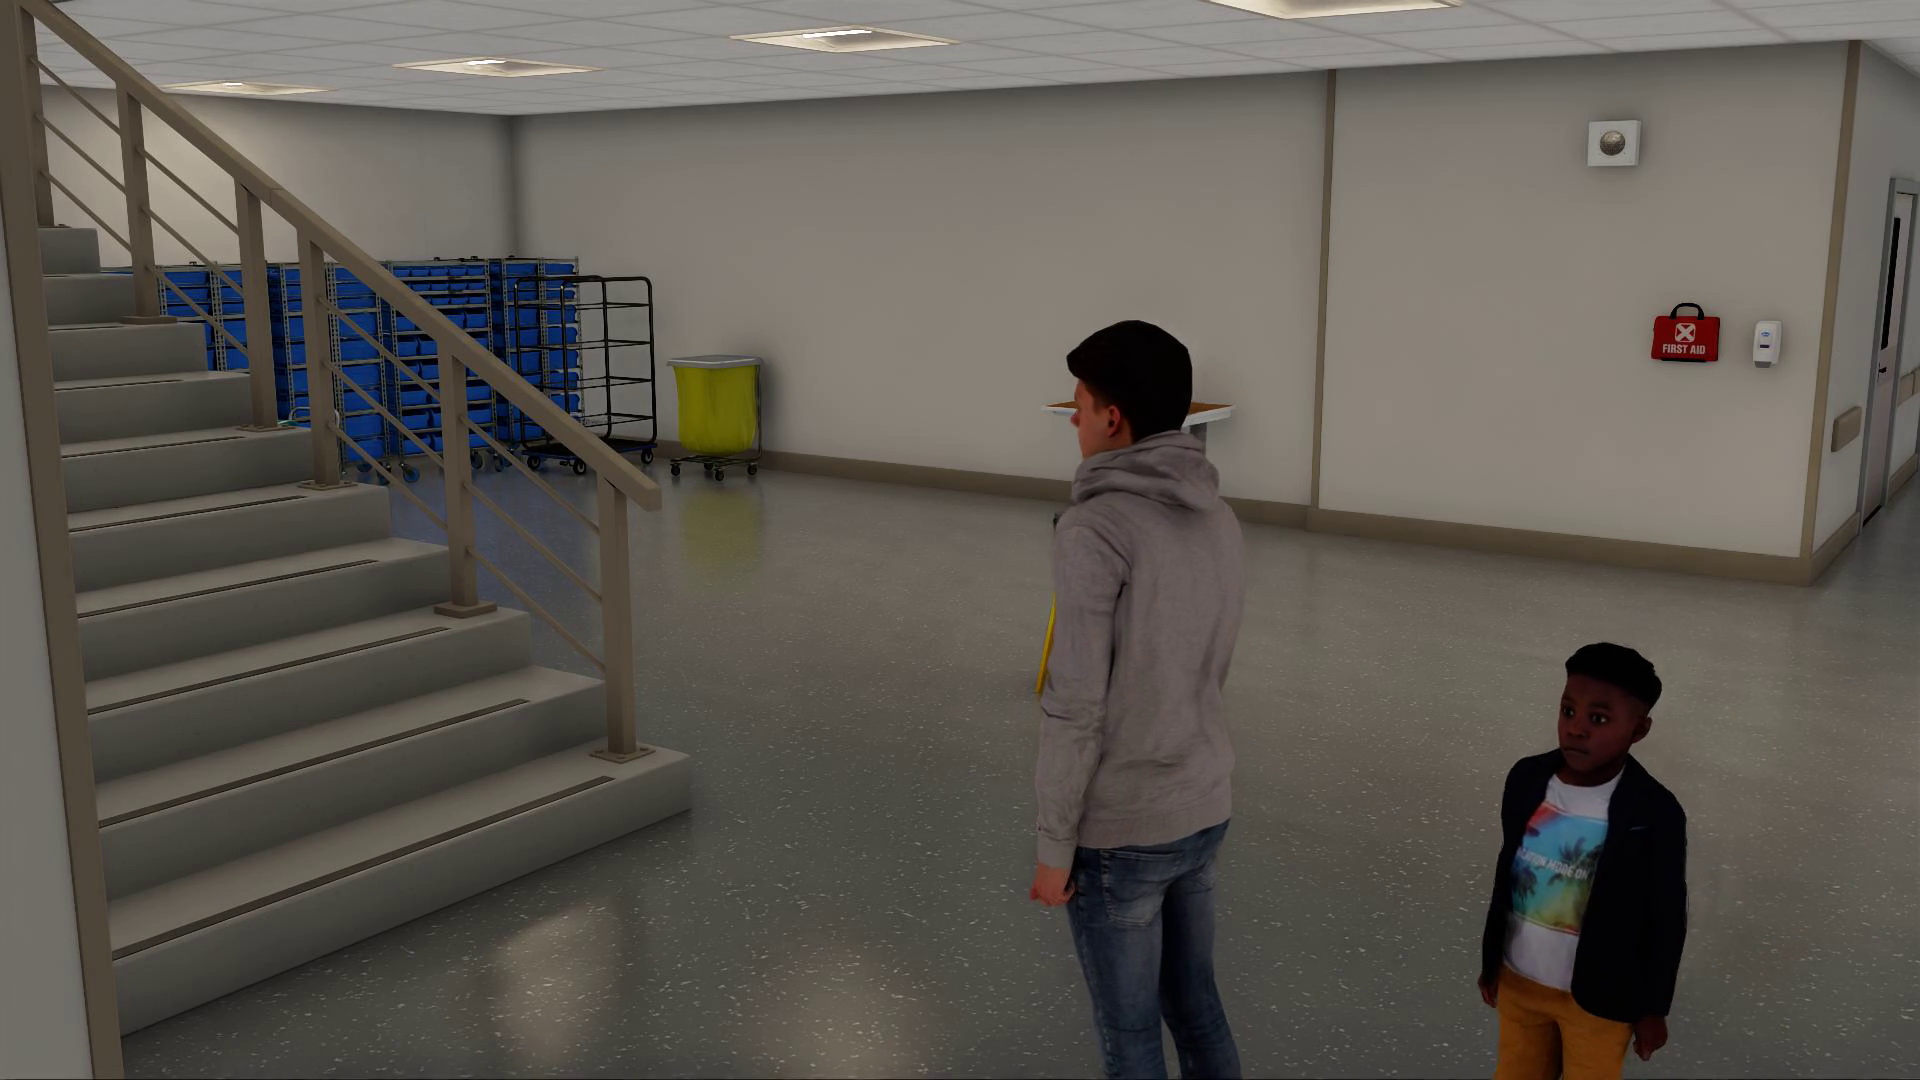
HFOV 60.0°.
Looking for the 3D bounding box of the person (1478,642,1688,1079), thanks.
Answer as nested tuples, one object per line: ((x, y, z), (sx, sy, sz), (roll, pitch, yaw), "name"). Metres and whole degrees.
((1.211, 0.797, 3.206), (0.650, 1.266, 0.644), (-10, 15, -44), "person")

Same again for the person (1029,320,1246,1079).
((0.356, 0.519, 3.104), (0.557, 1.849, 0.658), (8, 13, 36), "person")
